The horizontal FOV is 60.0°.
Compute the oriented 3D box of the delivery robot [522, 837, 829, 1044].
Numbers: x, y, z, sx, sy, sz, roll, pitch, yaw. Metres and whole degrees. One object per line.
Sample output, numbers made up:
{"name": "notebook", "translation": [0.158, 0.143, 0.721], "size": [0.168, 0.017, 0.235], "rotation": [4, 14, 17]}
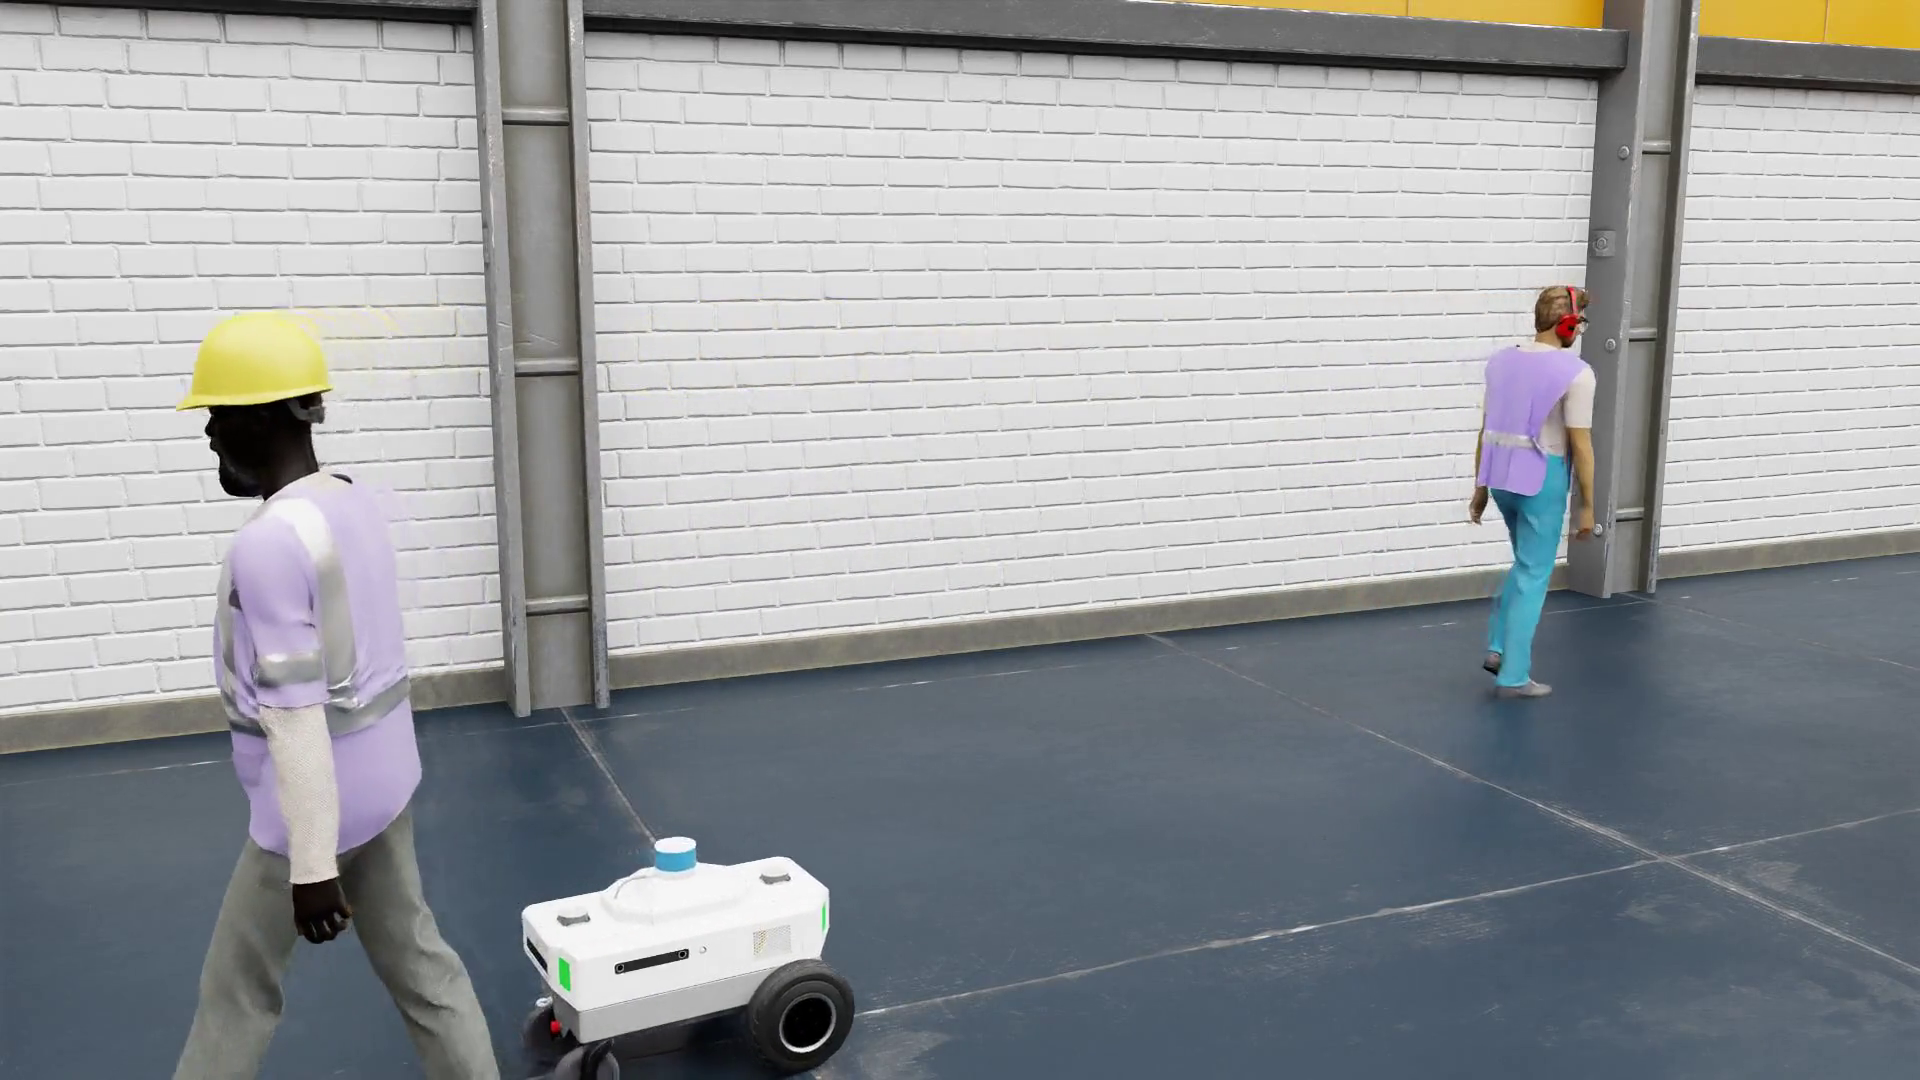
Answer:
{"name": "delivery robot", "translation": [-0.692, 0.973, 4.076], "size": [0.707, 0.478, 0.477], "rotation": [-6, 12, -29]}

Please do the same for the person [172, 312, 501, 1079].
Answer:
{"name": "person", "translation": [-1.351, 0.496, 3.313], "size": [0.988, 1.870, 0.618], "rotation": [0, 10, 1]}

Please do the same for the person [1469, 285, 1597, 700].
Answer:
{"name": "person", "translation": [2.516, -0.196, 7.281], "size": [0.491, 1.819, 0.589], "rotation": [-5, 11, -26]}
